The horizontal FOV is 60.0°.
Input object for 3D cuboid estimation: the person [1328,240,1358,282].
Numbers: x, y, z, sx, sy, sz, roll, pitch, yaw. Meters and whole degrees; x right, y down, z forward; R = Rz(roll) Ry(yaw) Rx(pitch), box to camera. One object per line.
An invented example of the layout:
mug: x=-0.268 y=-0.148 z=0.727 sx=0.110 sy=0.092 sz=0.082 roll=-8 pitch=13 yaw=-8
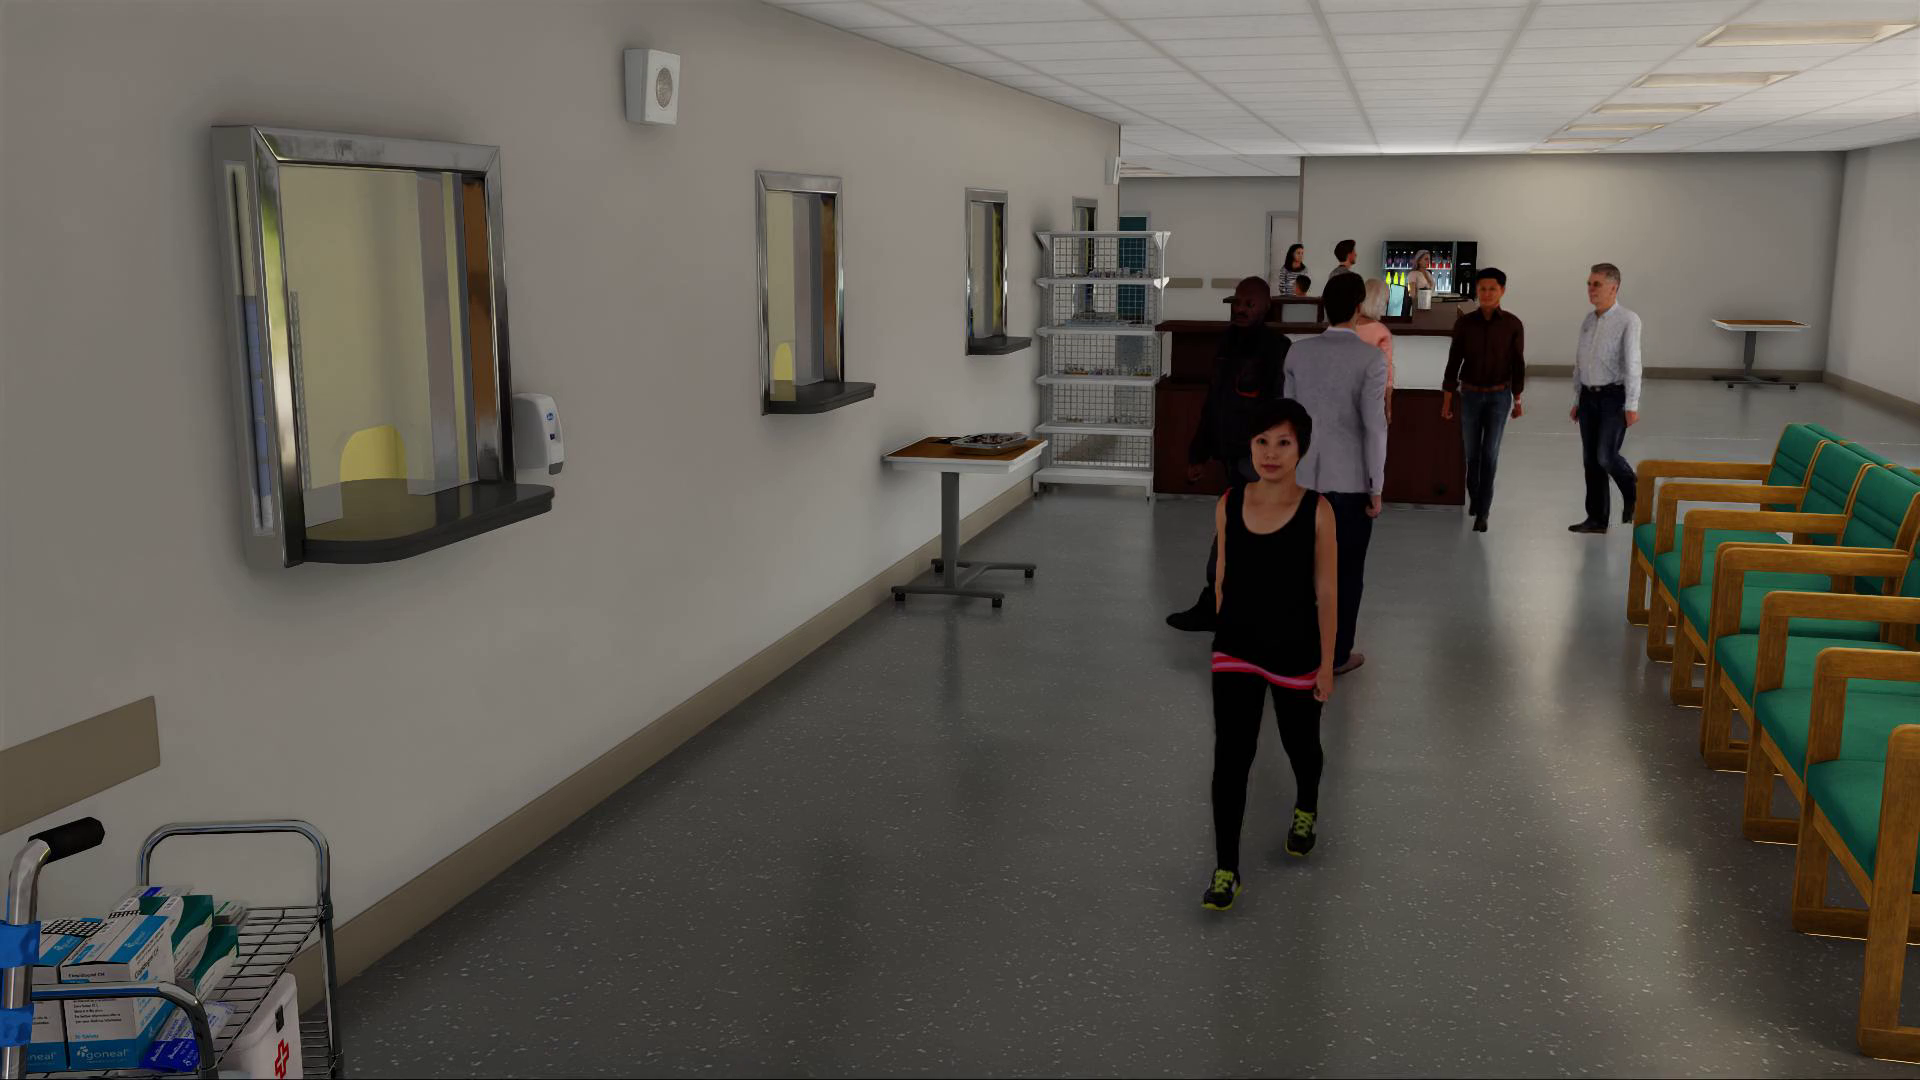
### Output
person: x=4.131 y=-2.352 z=18.353 sx=0.878 sy=1.884 sz=0.801 roll=-2 pitch=11 yaw=-11

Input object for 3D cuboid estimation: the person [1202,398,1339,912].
person: x=0.996 y=0.336 z=5.186 sx=1.007 sy=1.511 sz=0.722 roll=4 pitch=12 yaw=22

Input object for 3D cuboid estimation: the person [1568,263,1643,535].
person: x=4.352 y=-0.931 z=11.081 sx=0.961 sy=1.802 sz=0.887 roll=-5 pitch=12 yaw=-23

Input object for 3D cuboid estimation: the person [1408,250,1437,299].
person: x=5.959 y=-2.889 z=21.578 sx=0.690 sy=1.736 sz=0.711 roll=-10 pitch=15 yaw=-42

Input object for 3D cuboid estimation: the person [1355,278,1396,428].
person: x=2.577 y=-0.864 z=11.087 sx=1.052 sy=1.669 sz=0.946 roll=7 pitch=13 yaw=32

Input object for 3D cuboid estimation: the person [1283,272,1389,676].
person: x=1.628 y=-0.261 z=7.472 sx=1.011 sy=1.831 sz=0.977 roll=9 pitch=14 yaw=39

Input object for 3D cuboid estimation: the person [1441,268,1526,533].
person: x=3.572 y=-0.940 z=11.318 sx=1.135 sy=1.732 sz=0.838 roll=5 pitch=12 yaw=23

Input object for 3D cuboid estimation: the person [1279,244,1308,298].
person: x=4.498 y=-3.140 z=22.749 sx=0.750 sy=1.777 sz=0.815 roll=-3 pitch=11 yaw=-15

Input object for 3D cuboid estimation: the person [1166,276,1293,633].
person: x=1.546 y=-0.415 z=8.421 sx=1.237 sy=1.780 sz=1.146 roll=-5 pitch=12 yaw=-26
